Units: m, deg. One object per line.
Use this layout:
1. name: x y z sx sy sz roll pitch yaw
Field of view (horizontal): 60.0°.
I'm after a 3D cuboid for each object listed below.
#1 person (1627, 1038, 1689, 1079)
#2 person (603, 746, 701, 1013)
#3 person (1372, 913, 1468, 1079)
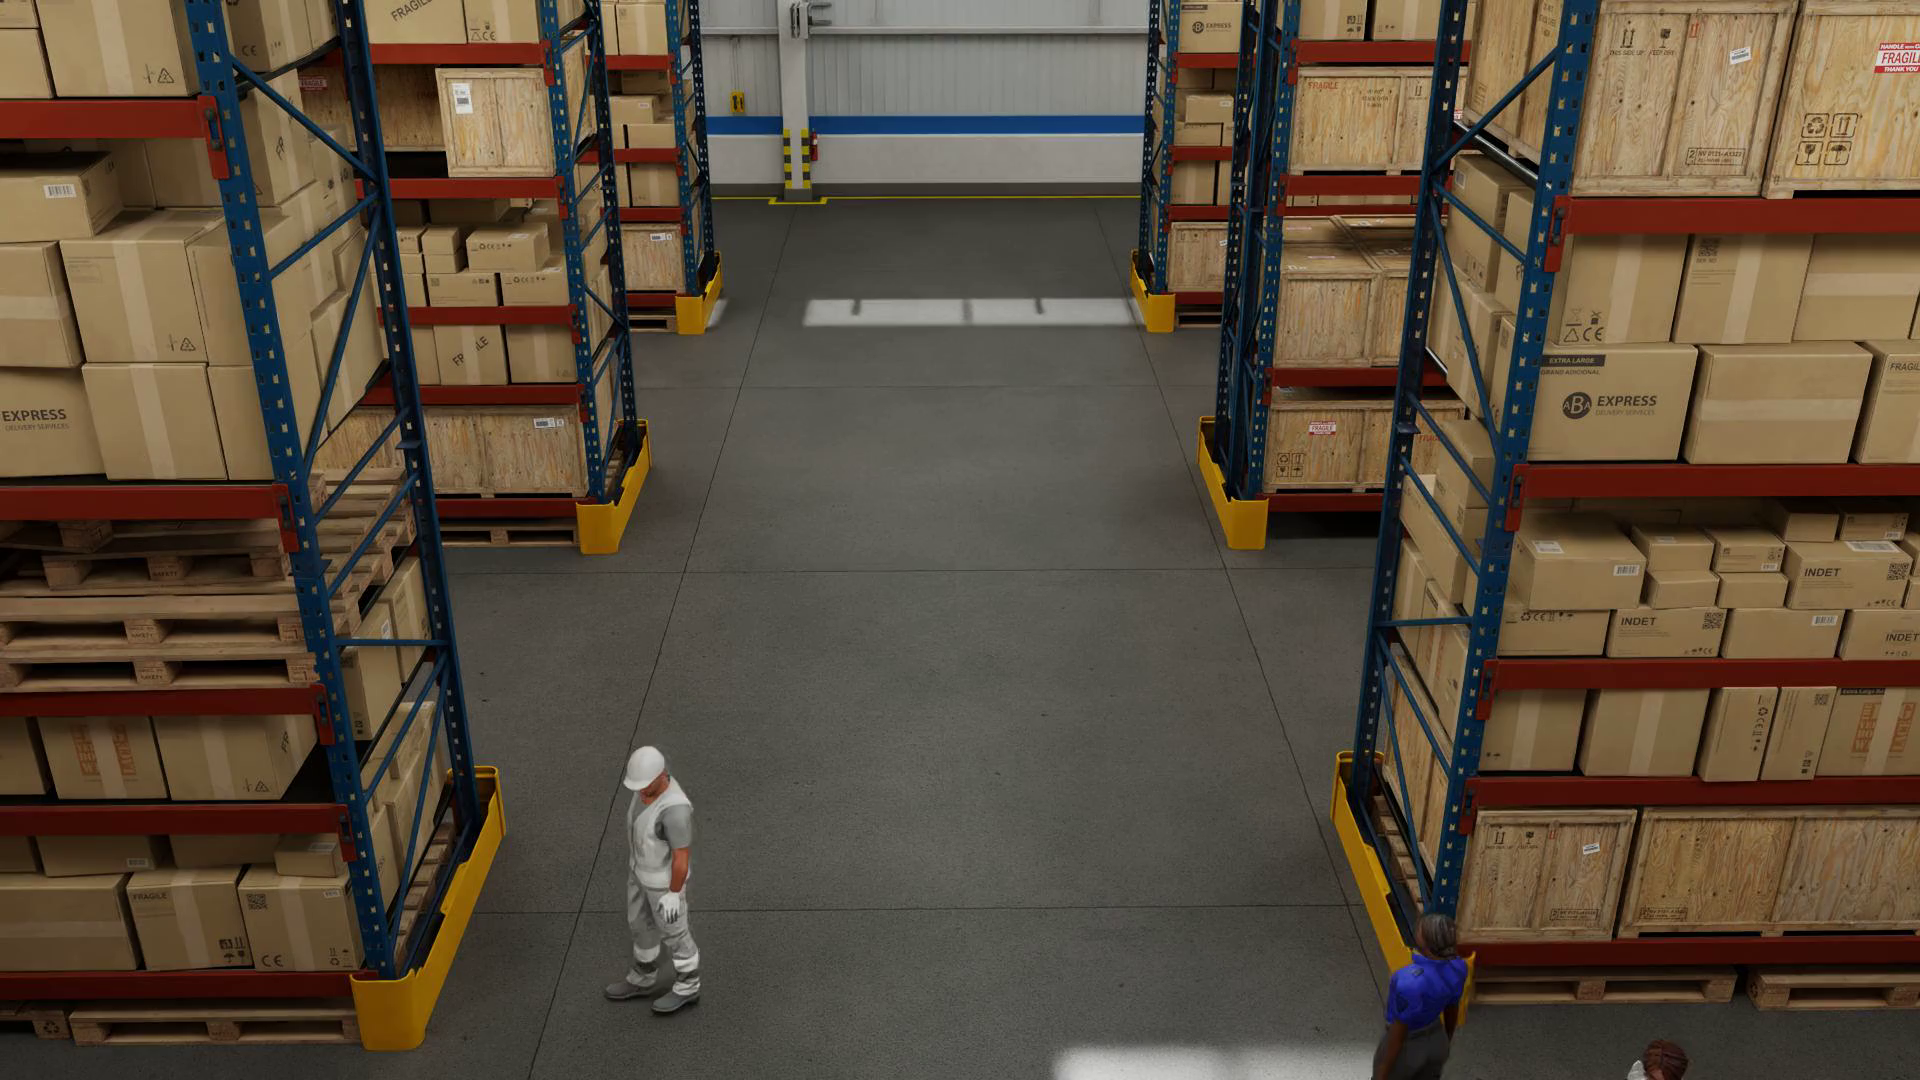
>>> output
1. person: 3.220 2.937 7.783 0.693 1.588 0.438 -5 25 -10
2. person: -1.814 1.966 9.597 0.517 1.781 0.592 -15 29 -28
3. person: 2.299 2.599 8.490 0.468 1.694 0.636 -14 28 -27
